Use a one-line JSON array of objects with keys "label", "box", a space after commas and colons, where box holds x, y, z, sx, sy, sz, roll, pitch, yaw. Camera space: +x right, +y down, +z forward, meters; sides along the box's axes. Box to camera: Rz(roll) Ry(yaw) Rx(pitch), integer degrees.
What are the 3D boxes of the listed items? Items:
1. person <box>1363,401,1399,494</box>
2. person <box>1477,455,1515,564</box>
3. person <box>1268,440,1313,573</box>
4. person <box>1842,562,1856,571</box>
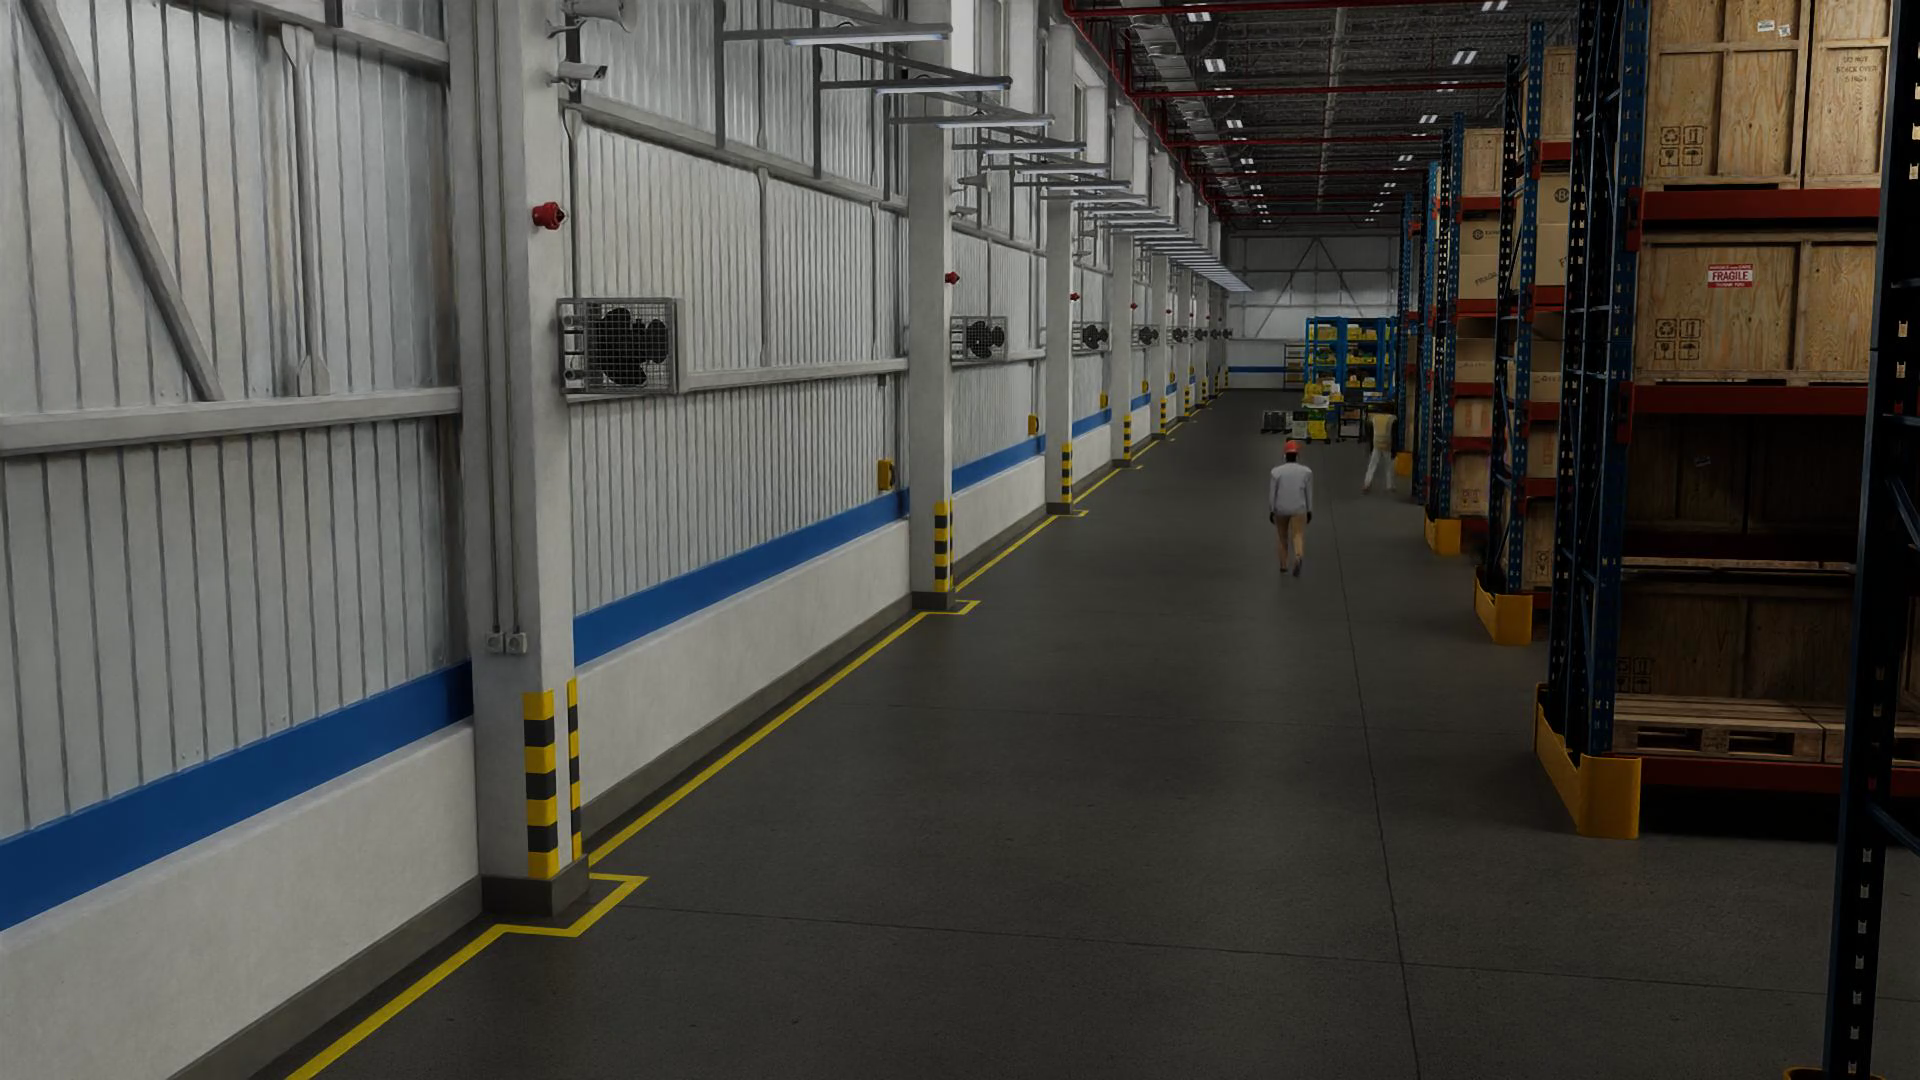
[{"label": "person", "box": [8.081, -1.759, 31.833, 0.931, 1.799, 0.665, -6, 9, -40]}, {"label": "person", "box": [7.178, -0.546, 21.621, 0.739, 1.917, 0.545, 6, 10, 42]}, {"label": "person", "box": [4.217, -0.410, 21.225, 0.567, 1.735, 0.519, 1, 7, 4]}, {"label": "person", "box": [7.836, 0.387, 14.796, 0.800, 1.733, 0.547, 2, 7, 15]}]
